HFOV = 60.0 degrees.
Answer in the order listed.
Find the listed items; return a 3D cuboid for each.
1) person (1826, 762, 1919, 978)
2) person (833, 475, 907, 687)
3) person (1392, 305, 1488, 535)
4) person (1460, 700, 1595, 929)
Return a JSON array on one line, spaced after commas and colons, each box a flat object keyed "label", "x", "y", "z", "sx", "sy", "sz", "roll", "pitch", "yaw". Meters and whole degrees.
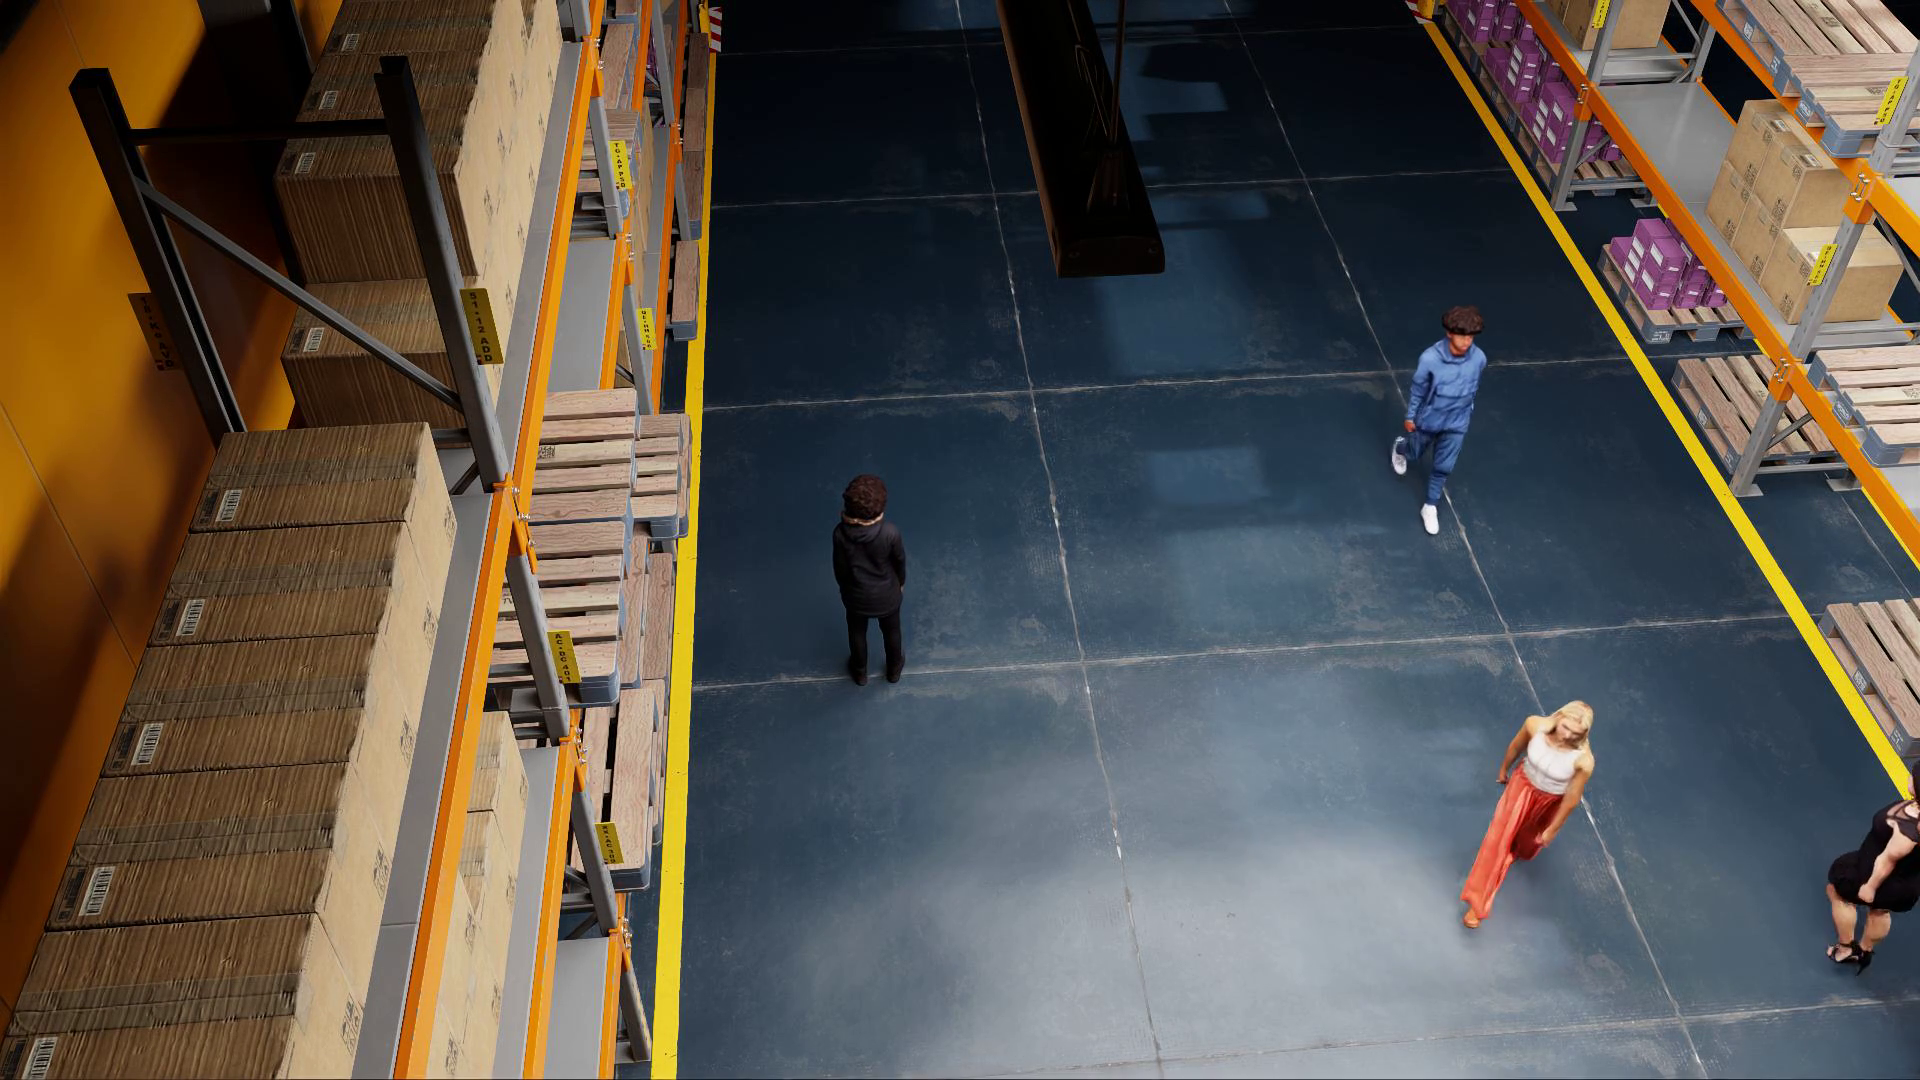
[{"label": "person", "x": 5.148, "y": 1.892, "z": 9.093, "sx": 0.781, "sy": 1.701, "sz": 0.767, "roll": -18, "pitch": 46, "yaw": -18}, {"label": "person", "x": -0.569, "y": 0.286, "z": 10.720, "sx": 0.623, "sy": 1.781, "sz": 0.610, "roll": -1, "pitch": 44, "yaw": -1}, {"label": "person", "x": 3.444, "y": -0.956, "z": 12.019, "sx": 0.688, "sy": 1.788, "sz": 1.051, "roll": -2, "pitch": 44, "yaw": -2}, {"label": "person", "x": 3.341, "y": 1.425, "z": 9.551, "sx": 1.198, "sy": 1.745, "sz": 1.159, "roll": -31, "pitch": 52, "yaw": -28}]
